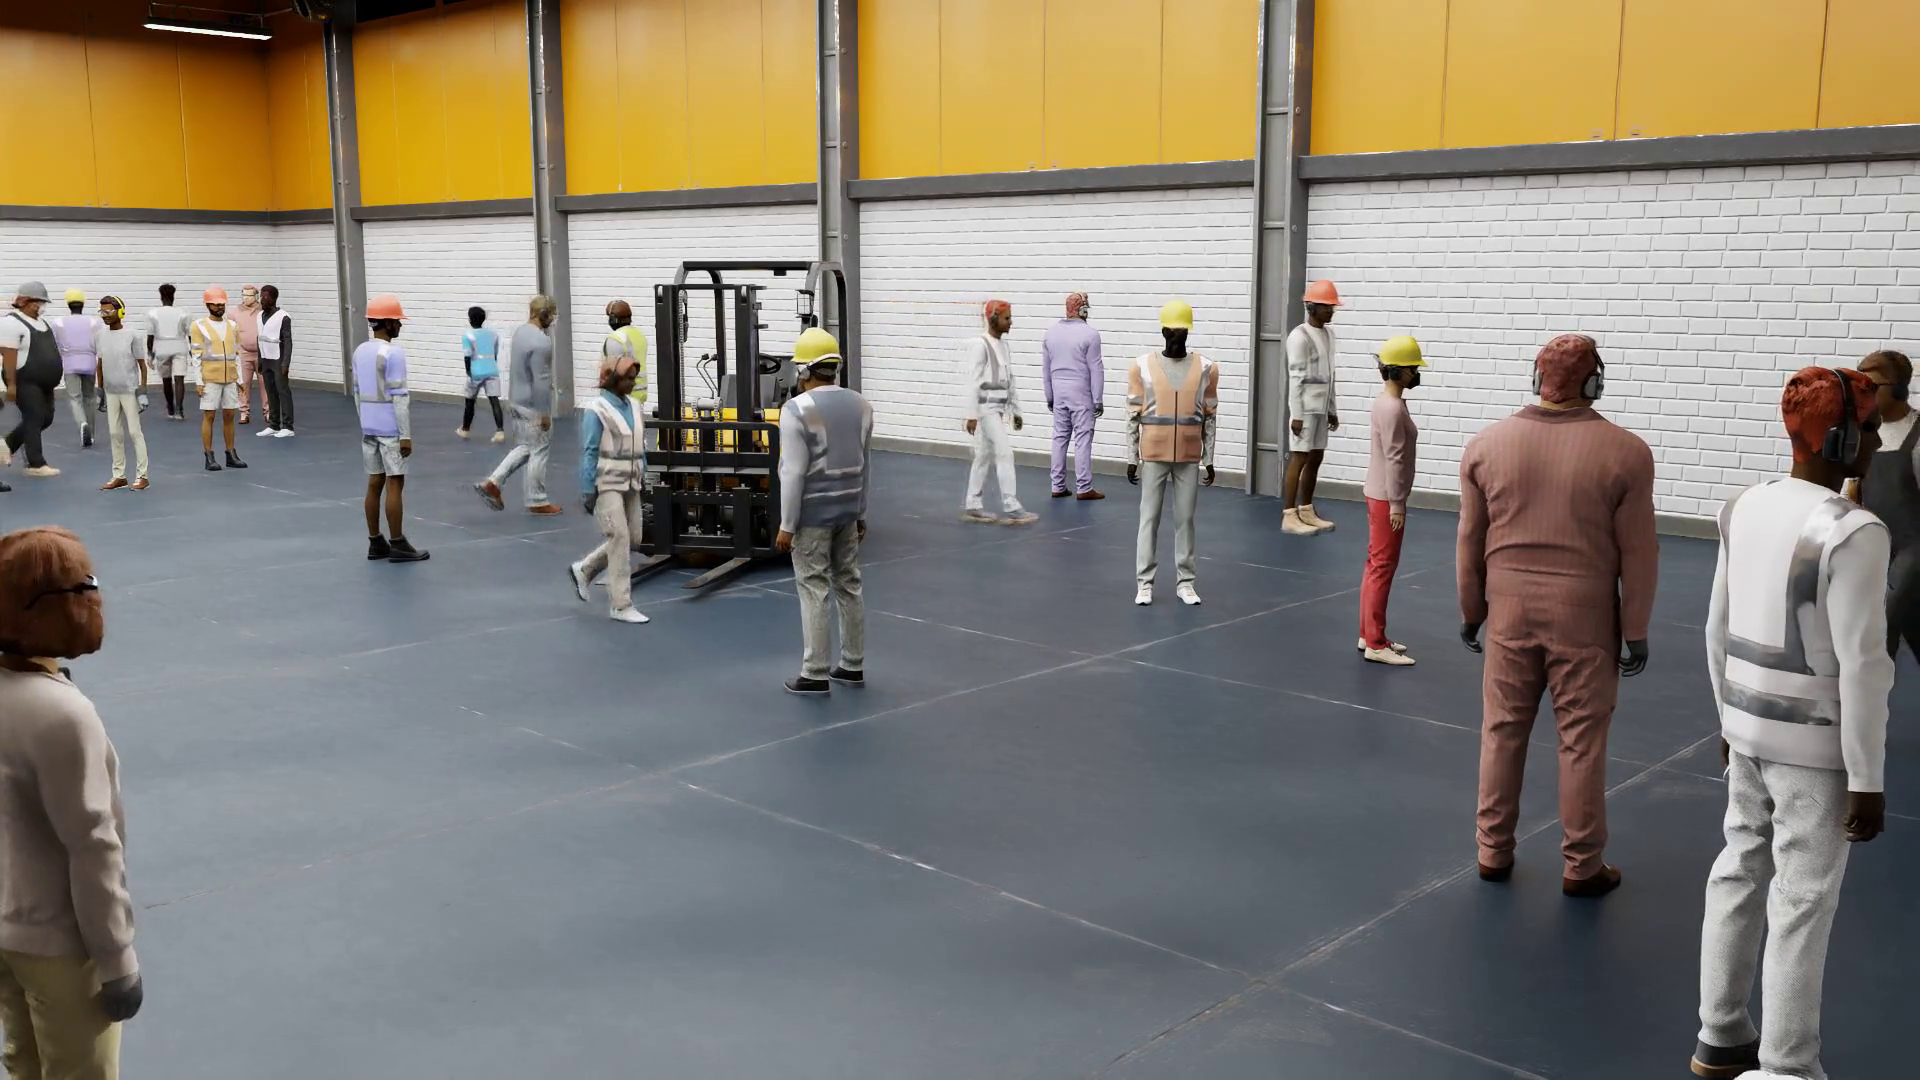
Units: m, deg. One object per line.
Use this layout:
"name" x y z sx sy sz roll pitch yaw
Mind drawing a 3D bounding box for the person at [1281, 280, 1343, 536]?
"person" 2.834 -1.050 13.288 0.411 2.035 0.603 7 12 37

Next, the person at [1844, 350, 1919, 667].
"person" 4.262 0.035 7.441 0.986 1.782 0.550 -3 10 -16

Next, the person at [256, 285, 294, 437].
"person" -8.667 -2.261 21.042 0.592 1.922 0.392 5 11 30

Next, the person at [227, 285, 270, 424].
"person" -9.672 -2.536 22.789 0.644 1.903 0.399 -4 10 -22

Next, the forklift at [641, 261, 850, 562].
"forklift" -1.552 -1.040 12.721 1.214 2.155 2.313 2 9 11

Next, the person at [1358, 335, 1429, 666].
"person" 2.341 -0.217 8.983 0.313 1.767 0.533 1 9 8

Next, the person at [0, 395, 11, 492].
"person" -9.265 -1.391 15.656 0.360 1.938 0.546 3 10 20

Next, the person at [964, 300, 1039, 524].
"person" 0.386 -1.051 13.807 0.831 1.853 0.618 4 10 21

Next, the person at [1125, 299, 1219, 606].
"person" 1.337 -0.546 10.499 0.587 1.929 0.360 -1 9 -3

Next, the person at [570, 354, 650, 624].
"person" -2.129 -0.320 10.047 0.611 1.612 0.528 5 10 26

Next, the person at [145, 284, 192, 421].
"person" -11.061 -2.632 23.352 0.634 1.915 1.027 -4 10 -21

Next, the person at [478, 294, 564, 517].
"person" -3.700 -1.122 14.107 0.629 1.907 0.670 -6 11 -34

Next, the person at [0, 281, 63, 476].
"person" -9.628 -1.677 17.097 0.762 2.000 0.707 0 9 2

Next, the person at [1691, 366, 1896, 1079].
"person" 2.094 0.512 4.154 0.345 1.882 0.584 -1 9 -9

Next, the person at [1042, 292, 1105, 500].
"person" 1.073 -1.321 15.323 0.654 1.906 0.406 8 12 41

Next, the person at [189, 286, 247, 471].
"person" -7.823 -1.707 17.587 0.361 1.940 0.543 7 12 37

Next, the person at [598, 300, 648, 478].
"person" -3.072 -1.264 15.184 0.430 1.840 0.625 2 10 13

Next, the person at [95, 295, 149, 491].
"person" -8.029 -1.400 15.922 0.526 1.869 0.315 1 9 9

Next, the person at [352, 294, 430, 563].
"person" -4.147 -0.805 12.063 0.547 1.938 0.377 7 12 38

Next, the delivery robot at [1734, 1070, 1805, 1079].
"delivery robot" 1.592 1.281 3.217 0.477 0.478 0.707 7 11 36

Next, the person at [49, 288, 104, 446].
"person" -10.518 -2.062 19.888 0.585 1.903 0.824 -7 11 -35

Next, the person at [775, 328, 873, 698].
"person" -0.692 -0.135 8.278 0.403 1.830 0.601 8 12 40

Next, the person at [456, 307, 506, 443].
"person" -5.876 -2.026 20.396 0.548 1.650 0.854 -9 13 -44

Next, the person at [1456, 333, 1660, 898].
"person" 2.030 0.253 5.672 0.655 1.906 0.407 6 11 34

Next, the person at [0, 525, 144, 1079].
"person" -1.767 0.781 3.267 0.503 1.631 0.268 7 12 38
